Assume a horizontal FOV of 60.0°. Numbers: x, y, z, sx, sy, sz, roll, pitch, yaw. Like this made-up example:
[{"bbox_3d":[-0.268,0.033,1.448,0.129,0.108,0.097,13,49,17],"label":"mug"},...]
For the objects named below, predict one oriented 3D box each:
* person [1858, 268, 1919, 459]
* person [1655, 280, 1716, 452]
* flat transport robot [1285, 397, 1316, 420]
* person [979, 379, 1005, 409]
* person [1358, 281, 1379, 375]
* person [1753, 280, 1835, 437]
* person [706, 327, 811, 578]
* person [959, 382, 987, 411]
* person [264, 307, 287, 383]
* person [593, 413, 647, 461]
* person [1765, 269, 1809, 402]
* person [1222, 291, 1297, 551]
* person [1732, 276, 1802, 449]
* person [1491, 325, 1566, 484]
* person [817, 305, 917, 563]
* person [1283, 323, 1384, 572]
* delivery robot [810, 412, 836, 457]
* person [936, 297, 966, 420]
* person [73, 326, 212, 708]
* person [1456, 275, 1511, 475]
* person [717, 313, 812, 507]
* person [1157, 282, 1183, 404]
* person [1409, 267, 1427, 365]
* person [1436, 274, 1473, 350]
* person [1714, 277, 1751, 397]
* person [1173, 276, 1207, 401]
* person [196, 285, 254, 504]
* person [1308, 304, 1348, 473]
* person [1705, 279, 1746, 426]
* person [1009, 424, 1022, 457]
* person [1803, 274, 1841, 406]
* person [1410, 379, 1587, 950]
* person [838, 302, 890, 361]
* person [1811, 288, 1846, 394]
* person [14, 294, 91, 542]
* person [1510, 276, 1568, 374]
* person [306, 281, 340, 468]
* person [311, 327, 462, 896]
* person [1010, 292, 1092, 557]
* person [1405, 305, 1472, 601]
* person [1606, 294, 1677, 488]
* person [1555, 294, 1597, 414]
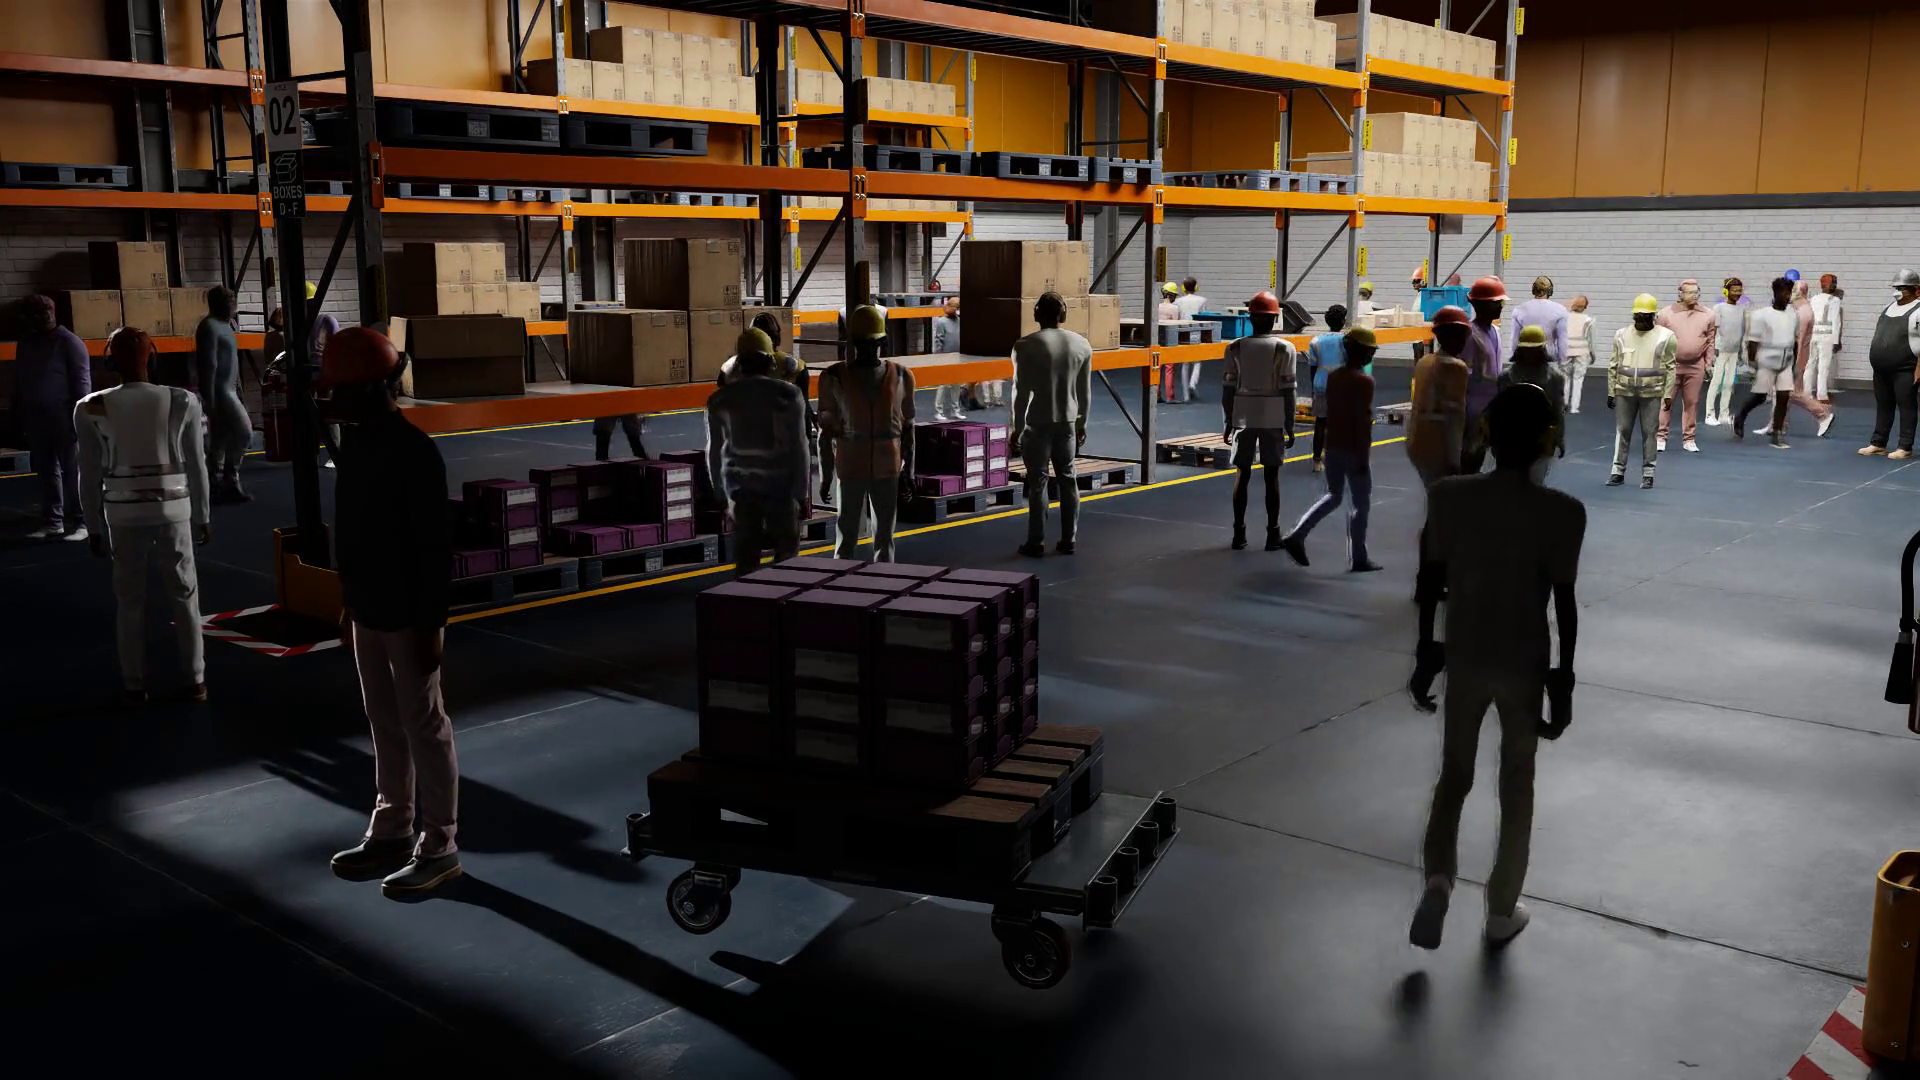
[{"bbox_3d":[10.054,-1.889,17.865,0.536,2.000,0.676,-3,10,-16],"label":"person"},{"bbox_3d":[8.013,-1.921,18.428,0.654,1.905,0.408,2,10,10],"label":"person"},{"bbox_3d":[4.618,-1.749,22.101,0.652,0.197,1.431,5,11,25],"label":"flat transport robot"},{"bbox_3d":[0.392,-2.833,23.435,0.633,1.968,0.655,1,10,8],"label":"person"},{"bbox_3d":[6.341,-3.220,26.296,0.535,1.747,0.686,8,13,39],"label":"person"},{"bbox_3d":[10.020,-2.159,19.854,0.786,1.880,0.655,5,11,24],"label":"person"},{"bbox_3d":[-1.129,-0.299,9.481,0.617,1.806,0.587,1,10,7],"label":"person"},{"bbox_3d":[0.160,-2.723,22.989,0.512,1.914,0.544,-7,12,-36],"label":"person"},{"bbox_3d":[-7.279,-1.686,17.900,0.492,1.625,0.284,6,12,32],"label":"person"},{"bbox_3d":[-3.123,-1.226,15.206,0.536,1.651,0.903,3,10,15],"label":"person"},{"bbox_3d":[12.108,-2.985,24.363,0.608,1.946,0.406,1,10,7],"label":"person"},{"bbox_3d":[2.242,-0.886,12.452,0.552,1.933,0.374,4,11,19],"label":"person"},{"bbox_3d":[9.224,-2.026,18.950,0.609,1.935,0.774,-1,10,-7],"label":"person"},{"bbox_3d":[4.276,-0.769,12.507,0.521,1.682,0.912,6,12,31],"label":"person"},{"bbox_3d":[-0.538,-0.411,9.780,0.593,1.922,0.383,-2,10,-13],"label":"person"},{"bbox_3d":[2.624,-0.629,11.547,0.642,1.742,0.548,-4,11,-23],"label":"person"},{"bbox_3d":[-1.476,-1.081,17.222,0.477,0.478,0.707,-1,10,-8],"label":"delivery robot"},{"bbox_3d":[-0.113,-2.382,21.864,0.525,1.620,0.302,-8,13,-39],"label":"person"},{"bbox_3d":[-3.998,-0.107,8.185,0.578,1.880,0.352,-5,11,-27],"label":"person"},{"bbox_3d":[4.027,-1.016,12.881,0.391,2.045,0.608,9,13,42],"label":"person"},{"bbox_3d":[-1.277,-0.584,11.039,0.618,1.836,0.430,2,10,11],"label":"person"},{"bbox_3d":[3.011,-2.845,24.113,0.332,1.759,0.523,-8,13,-37],"label":"person"},{"bbox_3d":[6.411,-2.795,23.148,0.384,1.996,0.610,1,10,5],"label":"person"},{"bbox_3d":[7.638,-3.212,25.940,0.664,1.867,0.987,0,10,-2],"label":"person"},{"bbox_3d":[11.583,-3.037,25.020,0.456,1.817,0.638,-6,12,-30],"label":"person"},{"bbox_3d":[3.408,-2.967,24.553,0.562,1.845,0.410,2,10,14],"label":"person"},{"bbox_3d":[-6.423,-1.268,14.630,0.571,1.924,0.642,-2,10,-13],"label":"person"},{"bbox_3d":[3.734,-1.499,16.625,0.532,1.696,0.319,7,12,36],"label":"person"},{"bbox_3d":[9.792,-2.392,21.217,0.533,1.868,0.310,-3,11,-19],"label":"person"},{"bbox_3d":[0.861,-1.904,18.071,0.611,2.008,0.989,7,12,35],"label":"person"},{"bbox_3d":[12.361,-2.862,23.847,0.346,1.882,0.578,-3,10,-18],"label":"person"},{"bbox_3d":[1.674,0.419,5.270,0.530,1.850,0.636,6,11,30],"label":"person"},{"bbox_3d":[-1.116,-2.070,19.282,0.601,1.910,0.388,-1,10,-4],"label":"person"},{"bbox_3d":[13.535,-3.091,25.891,0.370,1.624,0.566,-1,10,-7],"label":"person"},{"bbox_3d":[-6.993,-0.929,12.786,0.649,1.904,0.401,3,10,18],"label":"person"},{"bbox_3d":[6.617,-2.042,19.024,0.636,1.939,0.364,6,12,33],"label":"person"},{"bbox_3d":[-6.637,-1.686,17.065,0.588,1.918,0.397,2,10,11],"label":"person"},{"bbox_3d":[-2.010,0.252,5.836,0.612,1.984,0.401,9,14,43],"label":"person"},{"bbox_3d":[0.658,-0.841,12.183,0.635,1.938,0.360,-4,11,-22],"label":"person"},{"bbox_3d":[3.112,-0.562,10.758,0.478,1.898,0.555,-1,10,-7],"label":"person"},{"bbox_3d":[6.404,-1.399,15.676,0.600,1.827,0.404,7,12,35],"label":"person"},{"bbox_3d":[8.394,-2.524,22.659,0.538,1.623,0.385,6,12,30],"label":"person"}]
